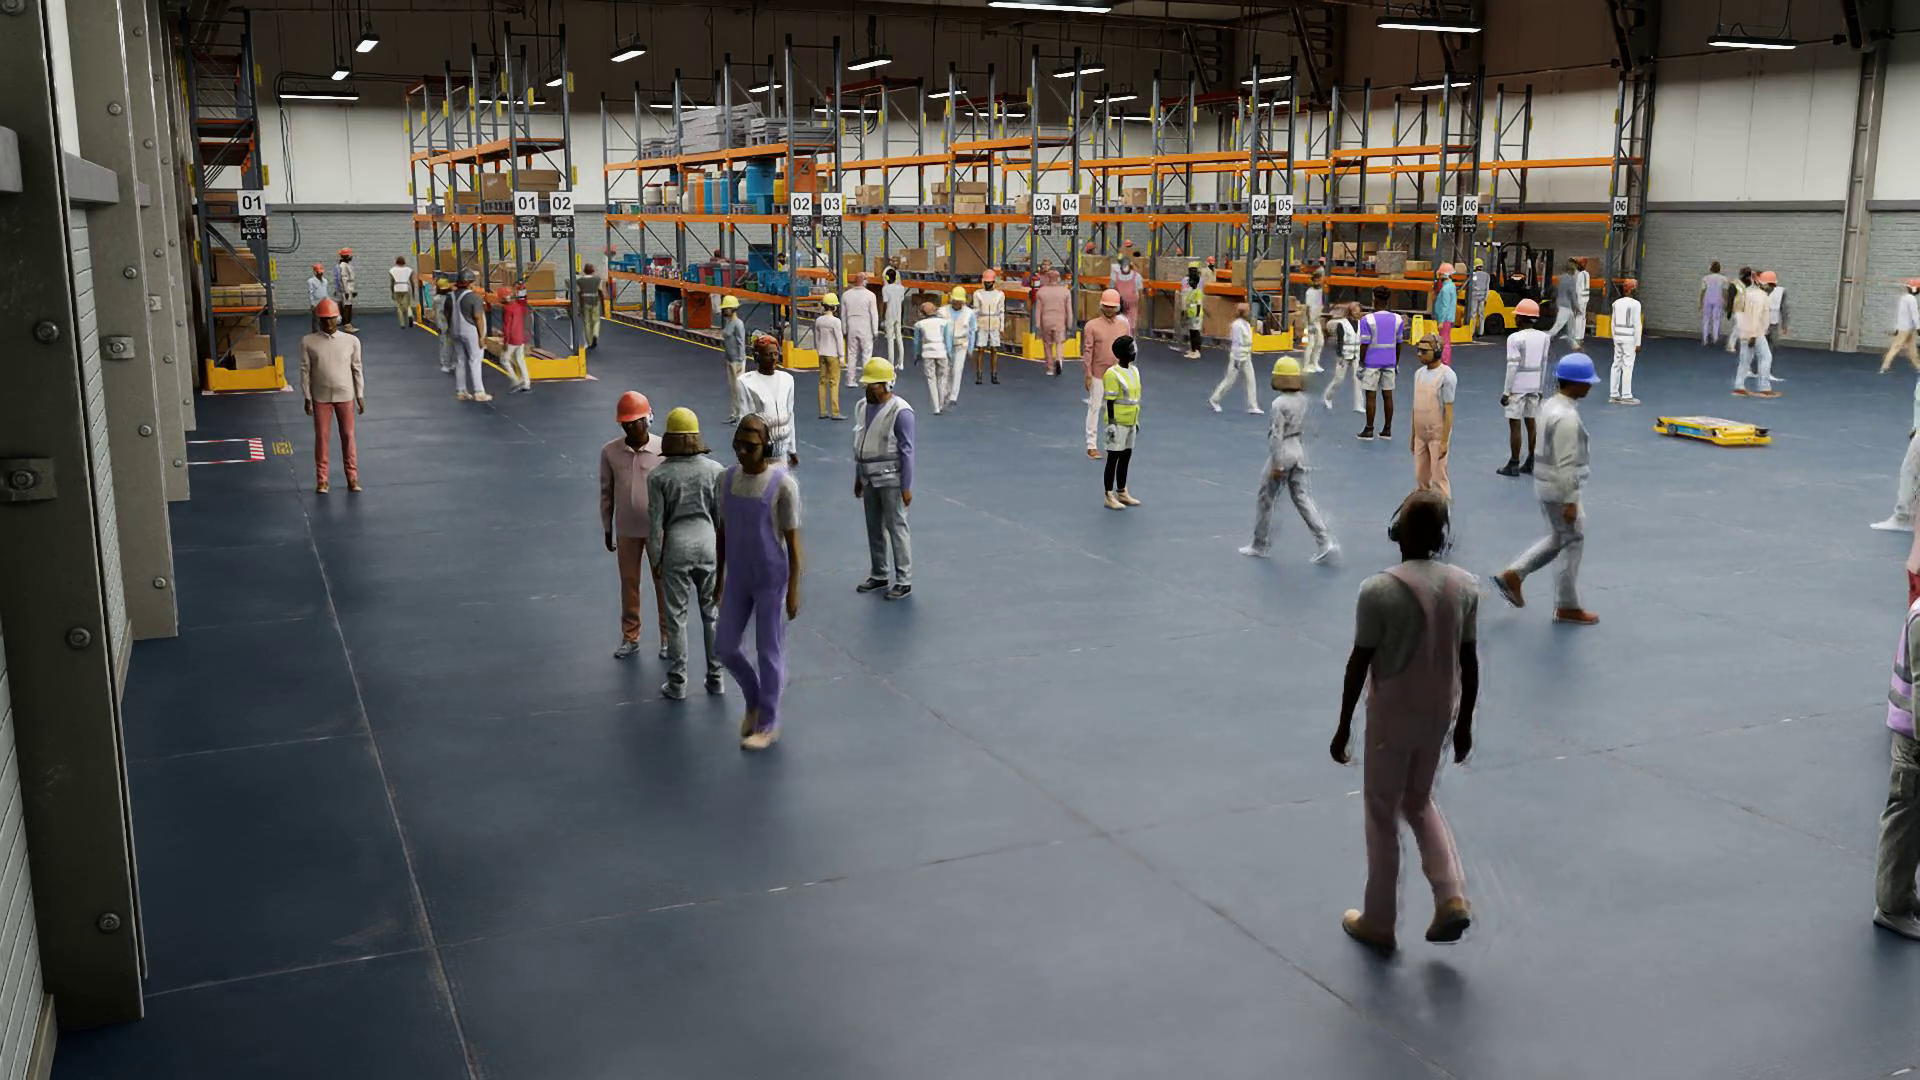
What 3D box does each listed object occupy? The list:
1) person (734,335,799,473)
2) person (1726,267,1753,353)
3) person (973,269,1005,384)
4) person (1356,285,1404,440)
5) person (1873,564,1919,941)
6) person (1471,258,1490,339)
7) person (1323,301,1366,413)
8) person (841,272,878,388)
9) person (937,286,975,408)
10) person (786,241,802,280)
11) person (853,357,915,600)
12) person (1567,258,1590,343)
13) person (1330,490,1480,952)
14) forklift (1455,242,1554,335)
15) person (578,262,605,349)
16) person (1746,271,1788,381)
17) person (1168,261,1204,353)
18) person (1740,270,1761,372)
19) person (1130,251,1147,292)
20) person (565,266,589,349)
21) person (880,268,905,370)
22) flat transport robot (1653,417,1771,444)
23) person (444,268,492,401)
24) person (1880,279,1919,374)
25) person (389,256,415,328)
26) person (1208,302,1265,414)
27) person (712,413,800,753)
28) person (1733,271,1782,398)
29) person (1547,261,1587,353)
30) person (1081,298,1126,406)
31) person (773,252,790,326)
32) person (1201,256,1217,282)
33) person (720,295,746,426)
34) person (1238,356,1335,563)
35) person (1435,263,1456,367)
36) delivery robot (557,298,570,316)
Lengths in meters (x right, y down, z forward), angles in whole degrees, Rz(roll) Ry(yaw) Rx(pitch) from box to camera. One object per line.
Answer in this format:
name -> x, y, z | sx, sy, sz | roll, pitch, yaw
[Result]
person -> -1.581, -0.741, 13.702 | 0.576, 1.882, 0.354 | -10, 15, -43
person -> 16.012, -4.692, 34.037 | 0.628, 1.797, 0.986 | -3, 11, -13
person -> 0.488, -3.582, 28.014 | 0.543, 1.932, 0.376 | -1, 11, -5
person -> 5.316, -2.243, 21.122 | 0.607, 1.965, 0.367 | -3, 12, -17
person -> 3.880, 0.765, 6.666 | 0.310, 1.640, 0.514 | 8, 14, 36
person -> 11.884, -5.552, 38.277 | 0.586, 1.833, 0.403 | -4, 12, -19
person -> 5.637, -2.673, 24.219 | 0.514, 1.607, 0.768 | -5, 12, -22
person -> -1.632, -3.456, 27.437 | 0.652, 1.906, 0.401 | 4, 12, 22
person -> -0.084, -2.860, 24.659 | 0.614, 1.804, 0.435 | 0, 11, 2
person -> -5.283, -8.358, 52.056 | 0.619, 2.028, 0.435 | -4, 12, -22
person -> -0.580, -0.467, 12.471 | 0.404, 1.825, 0.605 | -10, 15, -40
person -> 13.803, -5.322, 37.013 | 0.366, 1.880, 0.582 | 8, 14, 34
person -> 1.746, 0.726, 6.397 | 0.541, 1.822, 0.467 | -4, 12, -22
forklift -> 13.047, -6.049, 39.881 | 2.313, 2.155, 1.214 | -5, 12, -23
person -> -7.832, -4.953, 35.231 | 0.593, 1.829, 0.439 | -2, 11, -9
person -> 13.949, -3.707, 28.805 | 0.731, 1.877, 0.408 | 9, 14, 39
person -> 4.700, -4.806, 34.370 | 0.615, 1.875, 0.945 | -7, 13, -30
person -> 14.442, -3.977, 30.242 | 0.345, 1.847, 0.504 | -3, 11, -14
person -> 4.494, -6.403, 42.393 | 0.594, 1.915, 0.376 | -1, 11, -6
person -> -8.099, -4.965, 35.242 | 0.521, 1.859, 0.330 | 1, 11, 6
person -> -1.242, -4.044, 30.538 | 0.519, 1.865, 0.326 | -9, 14, -37
flat transport robot -> 9.584, -1.415, 21.232 | 0.652, 0.197, 1.431 | -3, 11, -13
person -> -7.543, -3.160, 25.591 | 0.683, 2.000, 0.536 | 6, 13, 28
person -> 16.987, -3.810, 29.741 | 0.883, 1.702, 0.573 | 4, 12, 20
person -> -13.907, -6.175, 41.488 | 0.569, 1.822, 0.528 | -5, 12, -25
person -> 3.995, -2.625, 23.958 | 0.813, 1.604, 0.520 | 8, 14, 35
person -> -1.106, 0.235, 8.869 | 0.552, 1.830, 0.398 | 5, 12, 24
person -> 12.598, -3.212, 26.047 | 0.820, 1.959, 0.630 | 4, 12, 18
person -> 12.444, -4.781, 34.242 | 1.028, 1.895, 0.645 | 1, 11, 4
person -> 2.207, -2.734, 24.394 | 0.842, 1.657, 0.550 | 4, 12, 20
person -> -4.551, -6.423, 42.607 | 0.518, 1.874, 0.330 | 2, 11, 11
person -> 6.533, -6.519, 43.392 | 0.574, 1.749, 0.337 | -10, 15, -42
person -> -3.078, -2.430, 22.582 | 0.326, 1.767, 0.533 | -6, 12, -27
person -> 2.746, -0.669, 13.765 | 0.494, 1.707, 0.853 | -11, 15, -43
person -> 8.591, -3.904, 29.484 | 0.375, 1.997, 0.612 | 5, 12, 23
delivery robot -> -10.780, -6.338, 45.289 | 0.477, 0.478, 0.707 | -1, 11, -6
